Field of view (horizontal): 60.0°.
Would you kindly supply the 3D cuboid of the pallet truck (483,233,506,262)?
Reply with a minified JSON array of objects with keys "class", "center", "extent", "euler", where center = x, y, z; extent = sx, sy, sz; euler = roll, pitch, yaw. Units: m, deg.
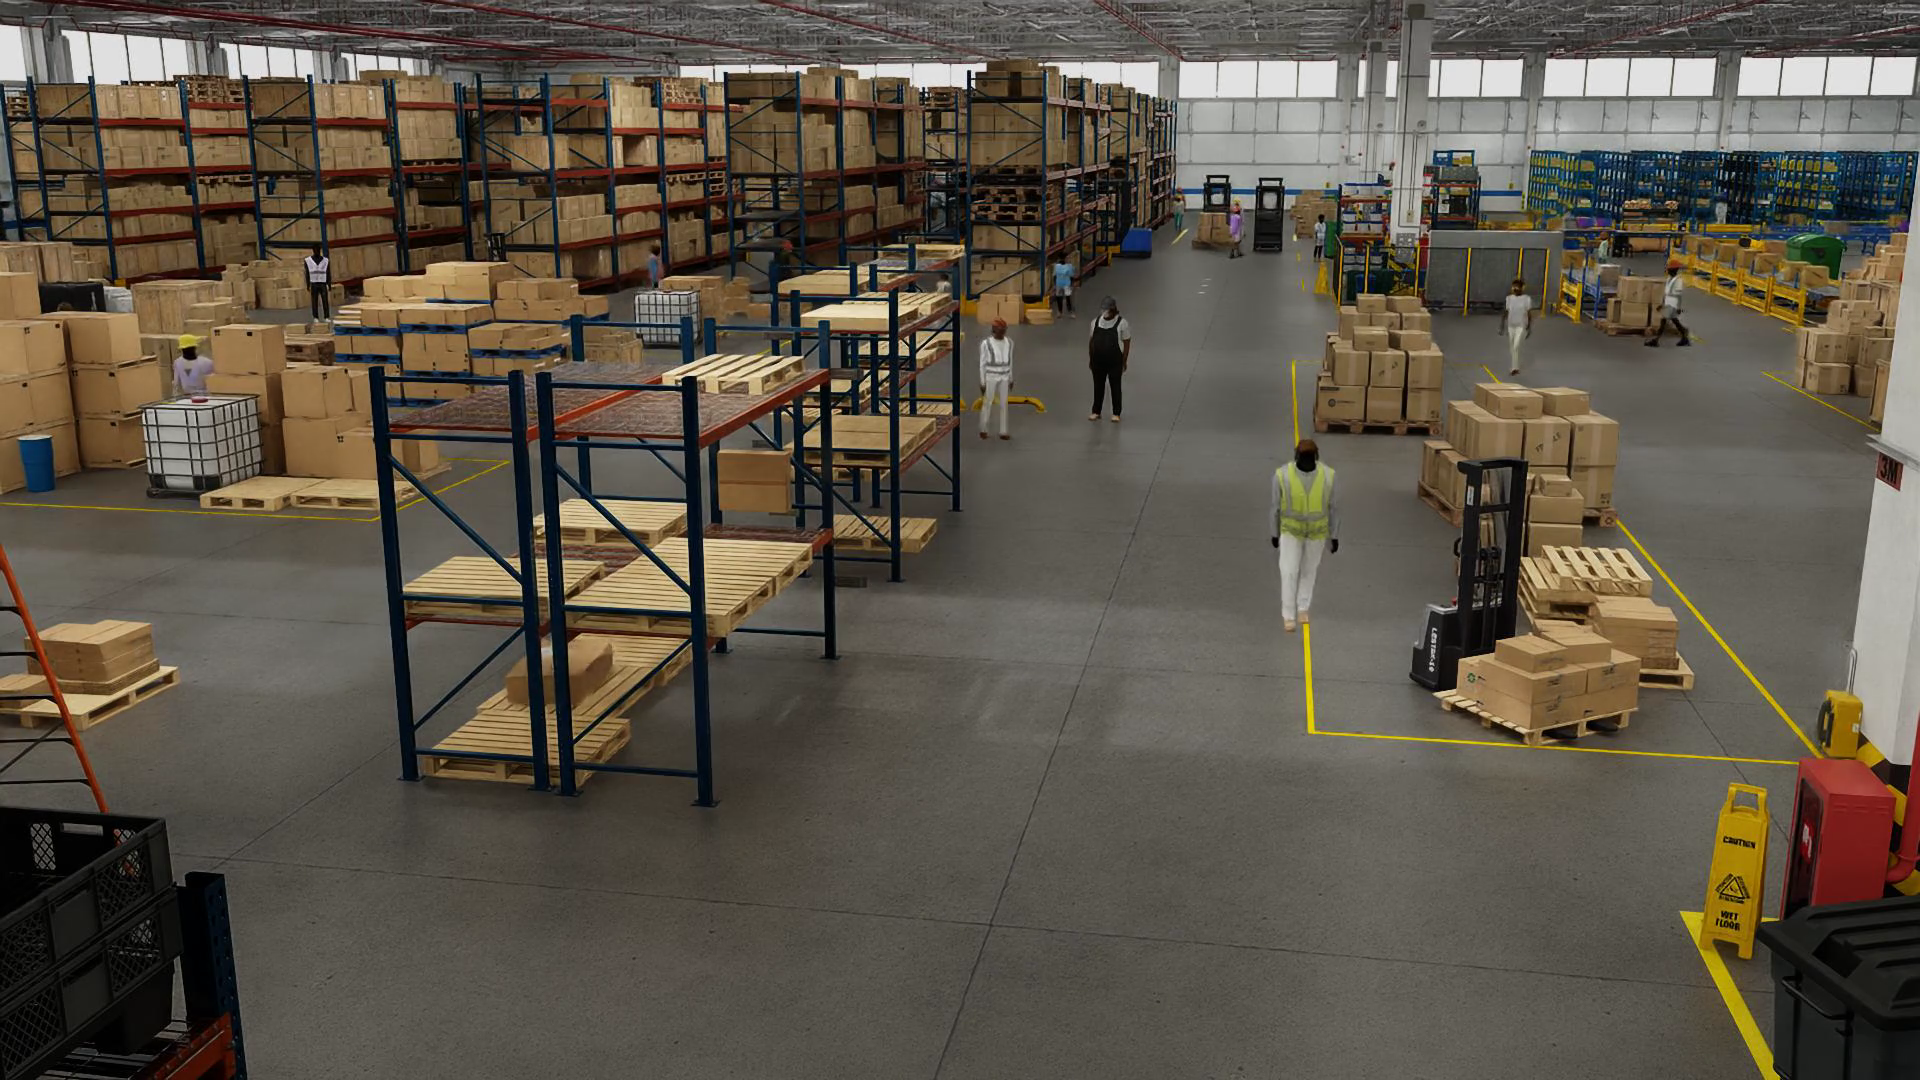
[{"class":"pallet truck","center":[-11.832,-7.026,43.548],"extent":[1.885,1.965,0.823],"euler":[8,16,28]}]

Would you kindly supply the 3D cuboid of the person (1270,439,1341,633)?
[{"class":"person","center":[3.232,-0.026,15.530],"extent":[0.629,1.807,0.894],"euler":[1,14,2]}]

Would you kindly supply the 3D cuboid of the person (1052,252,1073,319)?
[{"class":"person","center":[2.554,-6.349,41.465],"extent":[0.556,1.679,0.377],"euler":[8,16,30]}]

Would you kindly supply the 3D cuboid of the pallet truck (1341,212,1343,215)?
[{"class":"pallet truck","center":[15.874,-13.227,70.310],"extent":[0.680,1.201,1.601],"euler":[10,17,35]}]

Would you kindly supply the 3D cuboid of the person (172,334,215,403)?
[{"class":"person","center":[-10.632,-1.958,23.229],"extent":[0.613,1.880,0.997],"euler":[2,14,7]}]

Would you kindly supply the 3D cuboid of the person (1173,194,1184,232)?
[{"class":"person","center":[10.088,-15.092,76.871],"extent":[0.528,1.725,0.892],"euler":[2,14,10]}]

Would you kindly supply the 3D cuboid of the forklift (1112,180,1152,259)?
[{"class":"forklift","center":[6.082,-11.722,60.796],"extent":[1.873,2.768,1.129],"euler":[2,14,9]}]

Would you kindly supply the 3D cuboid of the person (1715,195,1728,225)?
[{"class":"person","center":[32.631,-13.839,71.358],"extent":[0.614,1.932,0.606],"euler":[-6,15,-22]}]

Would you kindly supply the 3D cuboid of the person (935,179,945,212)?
[{"class":"person","center":[-1.326,-19.638,94.828],"extent":[0.907,1.960,0.607],"euler":[-1,14,-4]}]

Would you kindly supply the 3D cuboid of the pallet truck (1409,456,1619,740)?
[{"class":"pallet truck","center":[4.504,0.400,13.395],"extent":[0.823,1.965,1.885],"euler":[-6,15,-23]}]

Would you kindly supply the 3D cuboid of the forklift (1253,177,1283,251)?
[{"class":"forklift","center":[12.083,-12.747,64.956],"extent":[1.129,2.768,1.873],"euler":[3,14,10]}]

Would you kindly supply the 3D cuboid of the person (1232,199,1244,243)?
[{"class":"person","center":[11.600,-13.371,69.678],"extent":[0.405,1.823,0.591],"euler":[-11,17,-37]}]

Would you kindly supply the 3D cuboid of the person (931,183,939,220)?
[{"class":"person","center":[-1.378,-17.641,86.834],"extent":[0.558,1.906,0.764],"euler":[2,14,8]}]

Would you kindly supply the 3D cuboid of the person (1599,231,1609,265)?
[{"class":"person","center":[19.422,-8.502,50.283],"extent":[0.280,1.636,0.502],"euler":[8,16,29]}]

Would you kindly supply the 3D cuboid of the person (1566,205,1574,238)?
[{"class":"person","center":[23.983,-12.333,65.597],"extent":[0.410,1.753,0.539],"euler":[0,14,1]}]

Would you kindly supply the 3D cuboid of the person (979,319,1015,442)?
[{"class":"person","center":[0.529,-2.418,25.198],"extent":[0.601,1.874,0.816],"euler":[-8,16,-30]}]

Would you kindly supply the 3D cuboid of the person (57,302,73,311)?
[{"class":"person","center":[-14.226,-2.845,26.693],"extent":[0.379,1.940,0.629],"euler":[-1,14,-5]}]

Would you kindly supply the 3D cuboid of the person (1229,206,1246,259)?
[{"class":"person","center":[10.247,-11.281,61.029],"extent":[0.949,1.894,0.554],"euler":[-8,16,-29]}]

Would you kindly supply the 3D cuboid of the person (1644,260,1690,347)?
[{"class":"person","center":[15.444,-5.115,36.035],"extent":[1.007,1.893,0.552],"euler":[1,14,4]}]

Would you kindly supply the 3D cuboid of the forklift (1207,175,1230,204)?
[{"class":"forklift","center":[10.640,-13.705,68.846],"extent":[1.129,2.768,1.873],"euler":[3,14,10]}]

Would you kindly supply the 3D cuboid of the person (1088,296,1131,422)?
[{"class":"person","center":[2.364,-2.908,26.737],"extent":[0.688,2.000,0.536],"euler":[7,15,25]}]

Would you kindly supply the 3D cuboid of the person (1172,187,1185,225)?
[{"class":"person","center":[10.507,-15.983,79.947],"extent":[0.639,1.976,0.471],"euler":[3,14,11]}]

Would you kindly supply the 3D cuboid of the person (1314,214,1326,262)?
[{"class":"person","center":[12.850,-10.766,59.347],"extent":[0.537,1.695,0.320],"euler":[-11,18,-38]}]

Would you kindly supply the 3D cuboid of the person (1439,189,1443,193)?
[{"class":"person","center":[23.384,-16.261,81.431],"extent":[0.660,1.822,0.406],"euler":[-3,14,-13]}]

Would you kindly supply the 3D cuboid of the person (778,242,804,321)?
[{"class":"person","center":[-4.202,-6.356,40.934],"extent":[0.971,1.942,0.604],"euler":[-1,14,-4]}]

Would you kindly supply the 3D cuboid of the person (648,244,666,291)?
[{"class":"person","center":[-7.736,-6.617,42.290],"extent":[0.844,1.806,0.636],"euler":[-1,14,-5]}]

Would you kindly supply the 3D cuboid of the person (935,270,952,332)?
[{"class":"person","center":[-0.266,-5.145,36.699],"extent":[0.807,1.599,0.541],"euler":[-13,19,-42]}]

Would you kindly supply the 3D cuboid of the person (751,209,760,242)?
[{"class":"person","center":[-7.936,-12.051,64.712],"extent":[0.411,1.620,0.522],"euler":[6,15,21]}]

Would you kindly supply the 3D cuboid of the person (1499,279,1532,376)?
[{"class":"person","center":[10.563,-4.046,31.750],"extent":[0.573,1.841,0.775],"euler":[12,19,41]}]

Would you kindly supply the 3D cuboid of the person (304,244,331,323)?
[{"class":"person","center":[-15.672,-6.267,40.652],"extent":[0.587,1.911,0.397],"euler":[-7,15,-26]}]

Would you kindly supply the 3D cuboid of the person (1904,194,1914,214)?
[{"class":"person","center":[44.517,-15.441,78.030],"extent":[0.381,1.841,0.566],"euler":[-2,14,-9]}]
